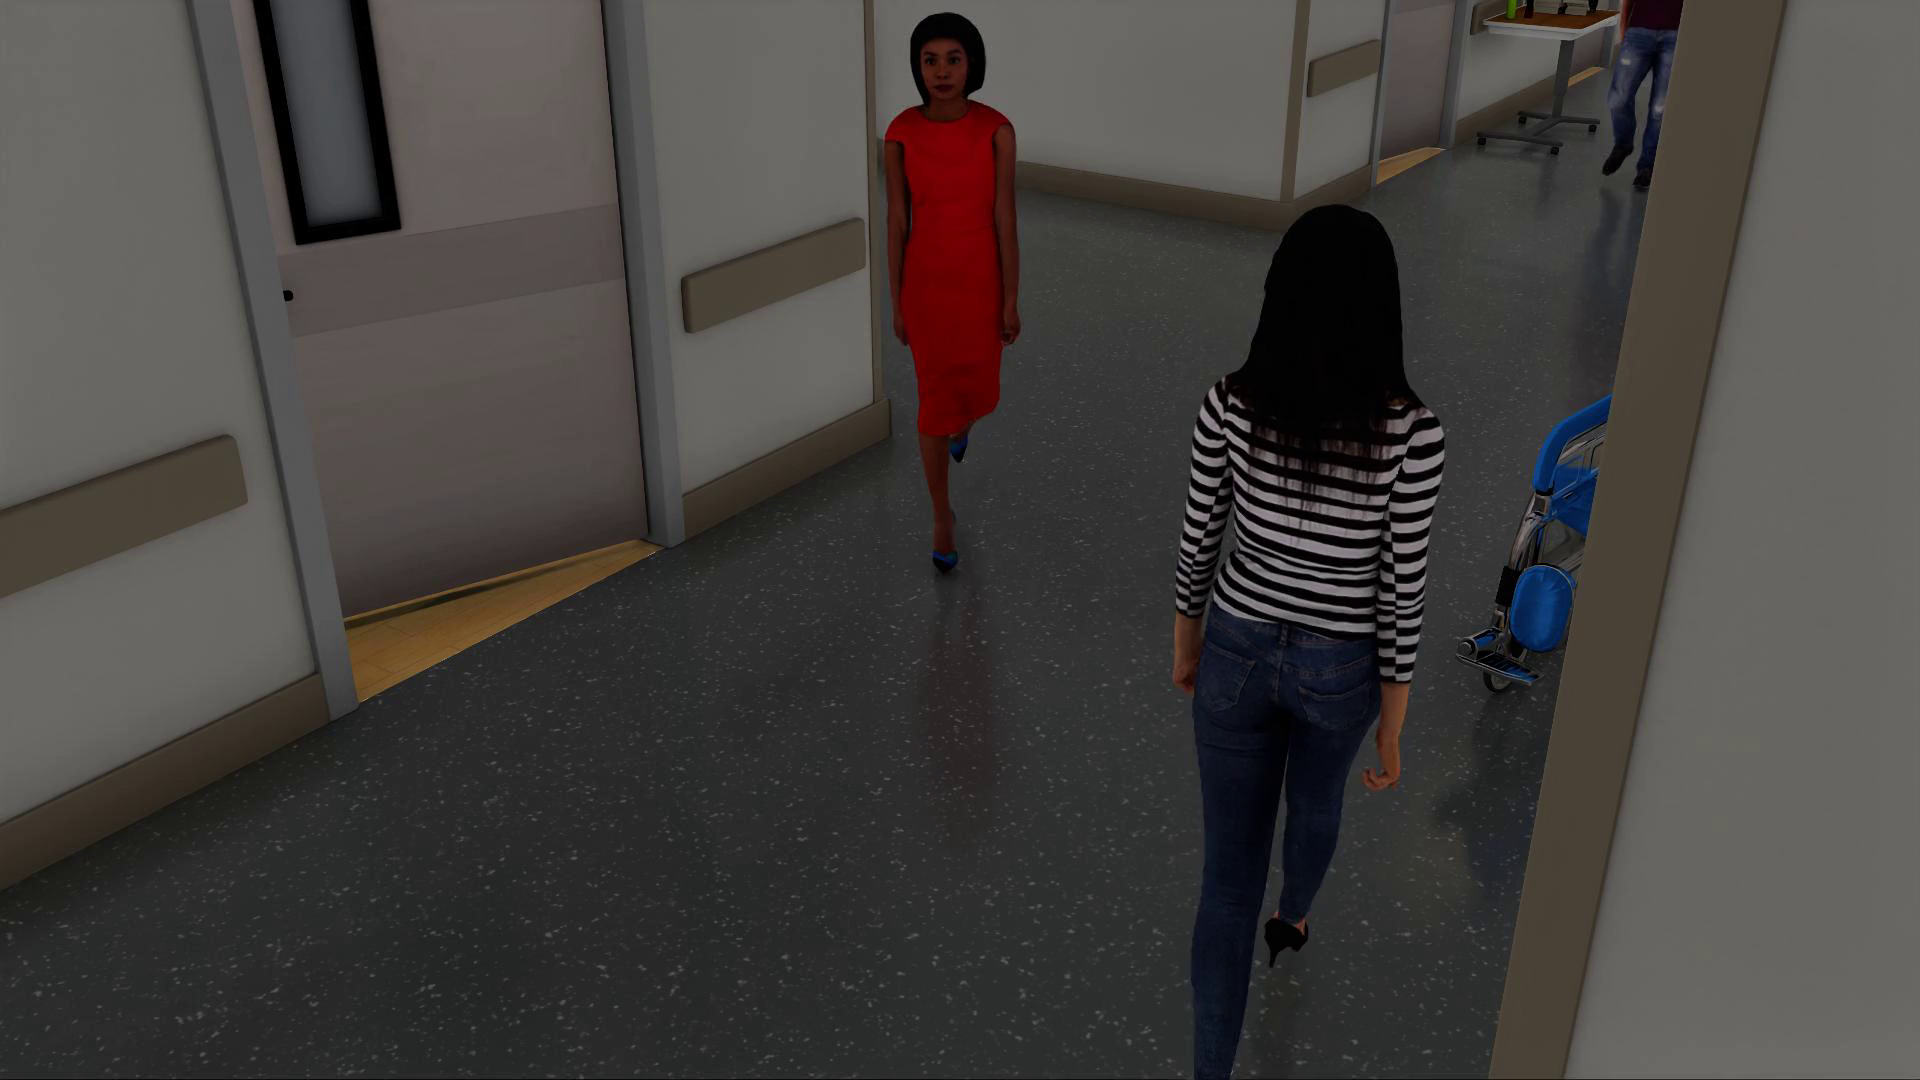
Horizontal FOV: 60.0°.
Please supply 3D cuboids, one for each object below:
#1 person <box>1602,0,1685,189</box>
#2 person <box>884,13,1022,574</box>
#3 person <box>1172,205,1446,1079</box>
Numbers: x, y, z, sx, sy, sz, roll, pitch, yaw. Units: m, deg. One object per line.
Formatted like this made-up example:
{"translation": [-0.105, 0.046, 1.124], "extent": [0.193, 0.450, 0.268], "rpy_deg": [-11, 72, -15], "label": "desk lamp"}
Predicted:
{"translation": [4.184, -3.044, 9.877], "extent": [0.685, 1.841, 0.671], "rpy_deg": [14, 29, 26], "label": "person"}
{"translation": [-0.010, -0.795, 5.349], "extent": [0.931, 1.724, 1.047], "rpy_deg": [-1, 26, -2], "label": "person"}
{"translation": [0.557, 0.341, 2.972], "extent": [0.823, 1.742, 1.191], "rpy_deg": [9, 27, 18], "label": "person"}
